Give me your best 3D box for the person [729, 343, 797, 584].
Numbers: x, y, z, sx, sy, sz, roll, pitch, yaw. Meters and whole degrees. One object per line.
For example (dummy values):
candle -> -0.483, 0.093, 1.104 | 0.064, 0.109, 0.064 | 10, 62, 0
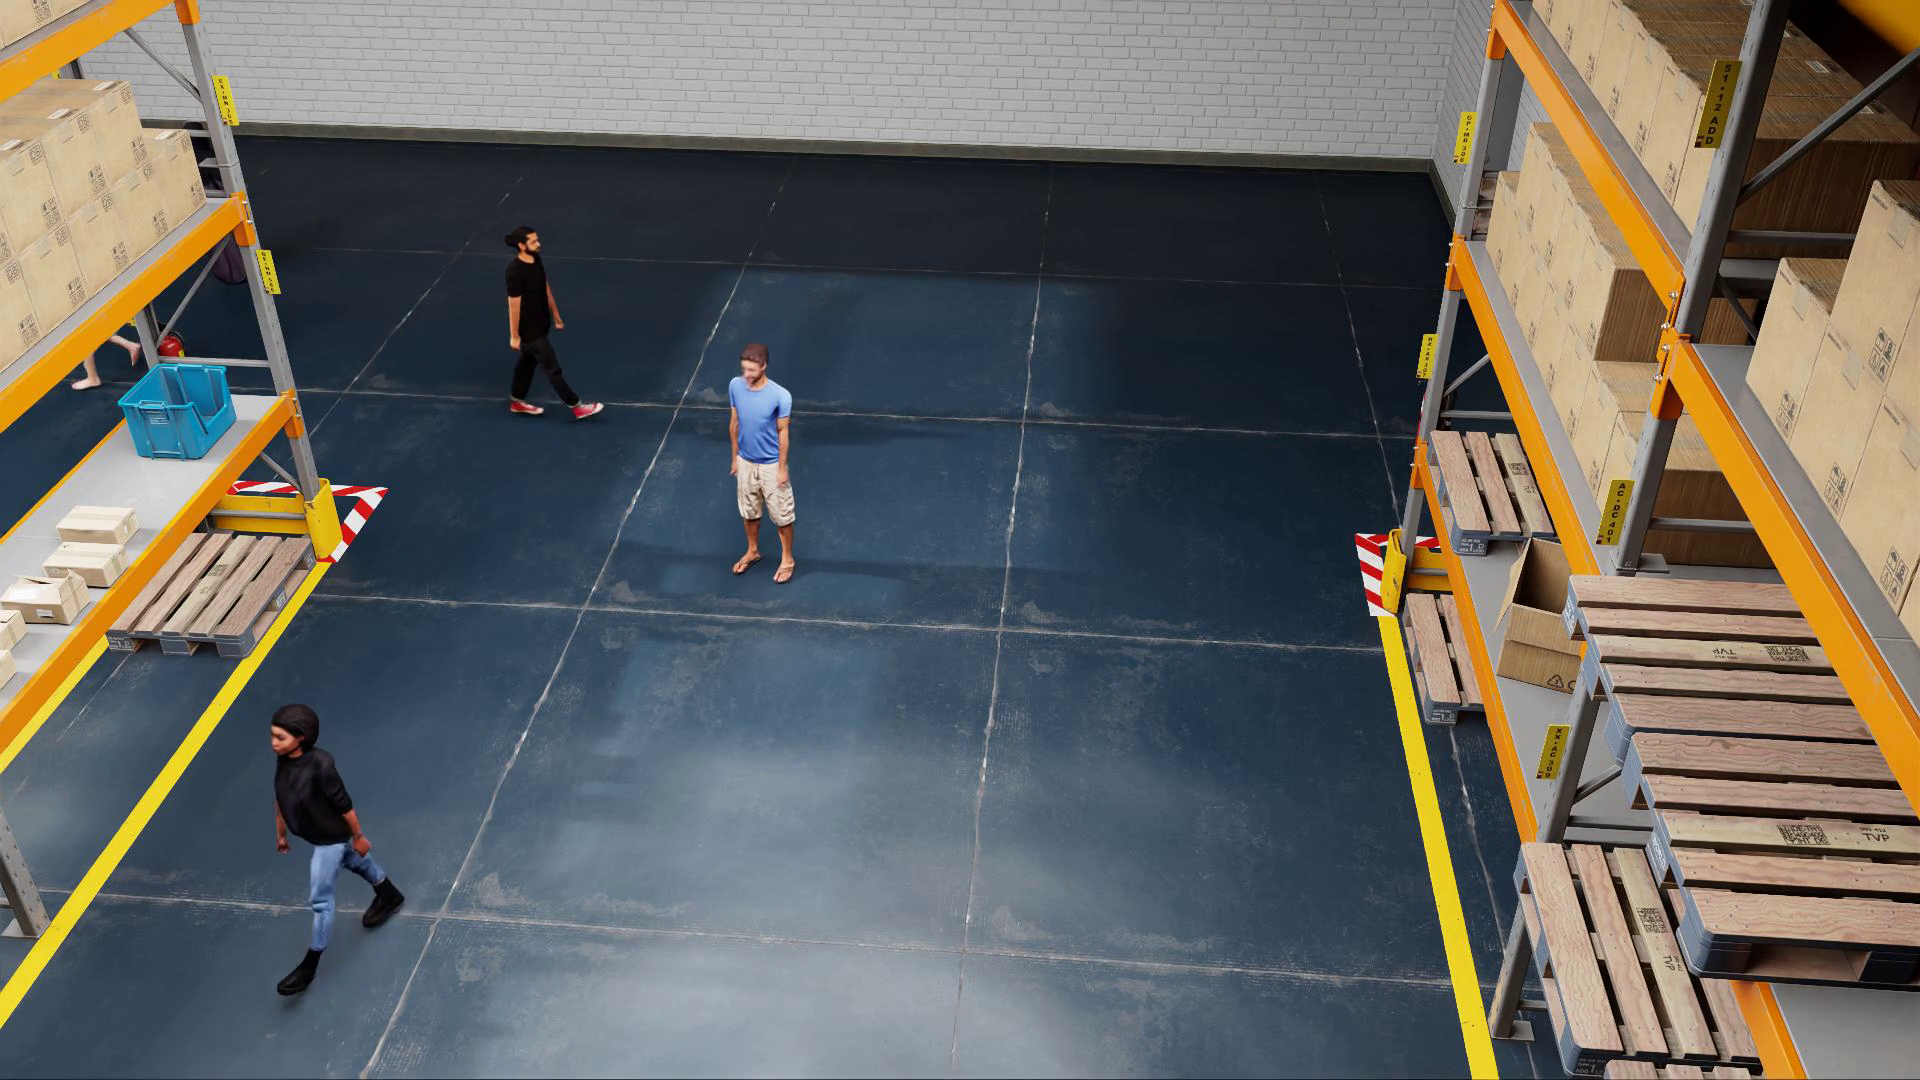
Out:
person -> -1.416, -0.582, 11.896 | 0.711, 1.866, 0.667 | 12, 35, 18

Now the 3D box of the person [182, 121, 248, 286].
person -> -7.280, -3.301, 16.214 | 0.679, 1.614, 0.688 | 14, 36, 20

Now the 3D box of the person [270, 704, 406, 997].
person -> -3.328, 1.523, 8.912 | 0.936, 1.662, 1.208 | 19, 38, 26

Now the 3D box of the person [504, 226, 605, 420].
person -> -3.631, -1.768, 13.812 | 0.719, 1.719, 1.015 | 4, 34, 6
